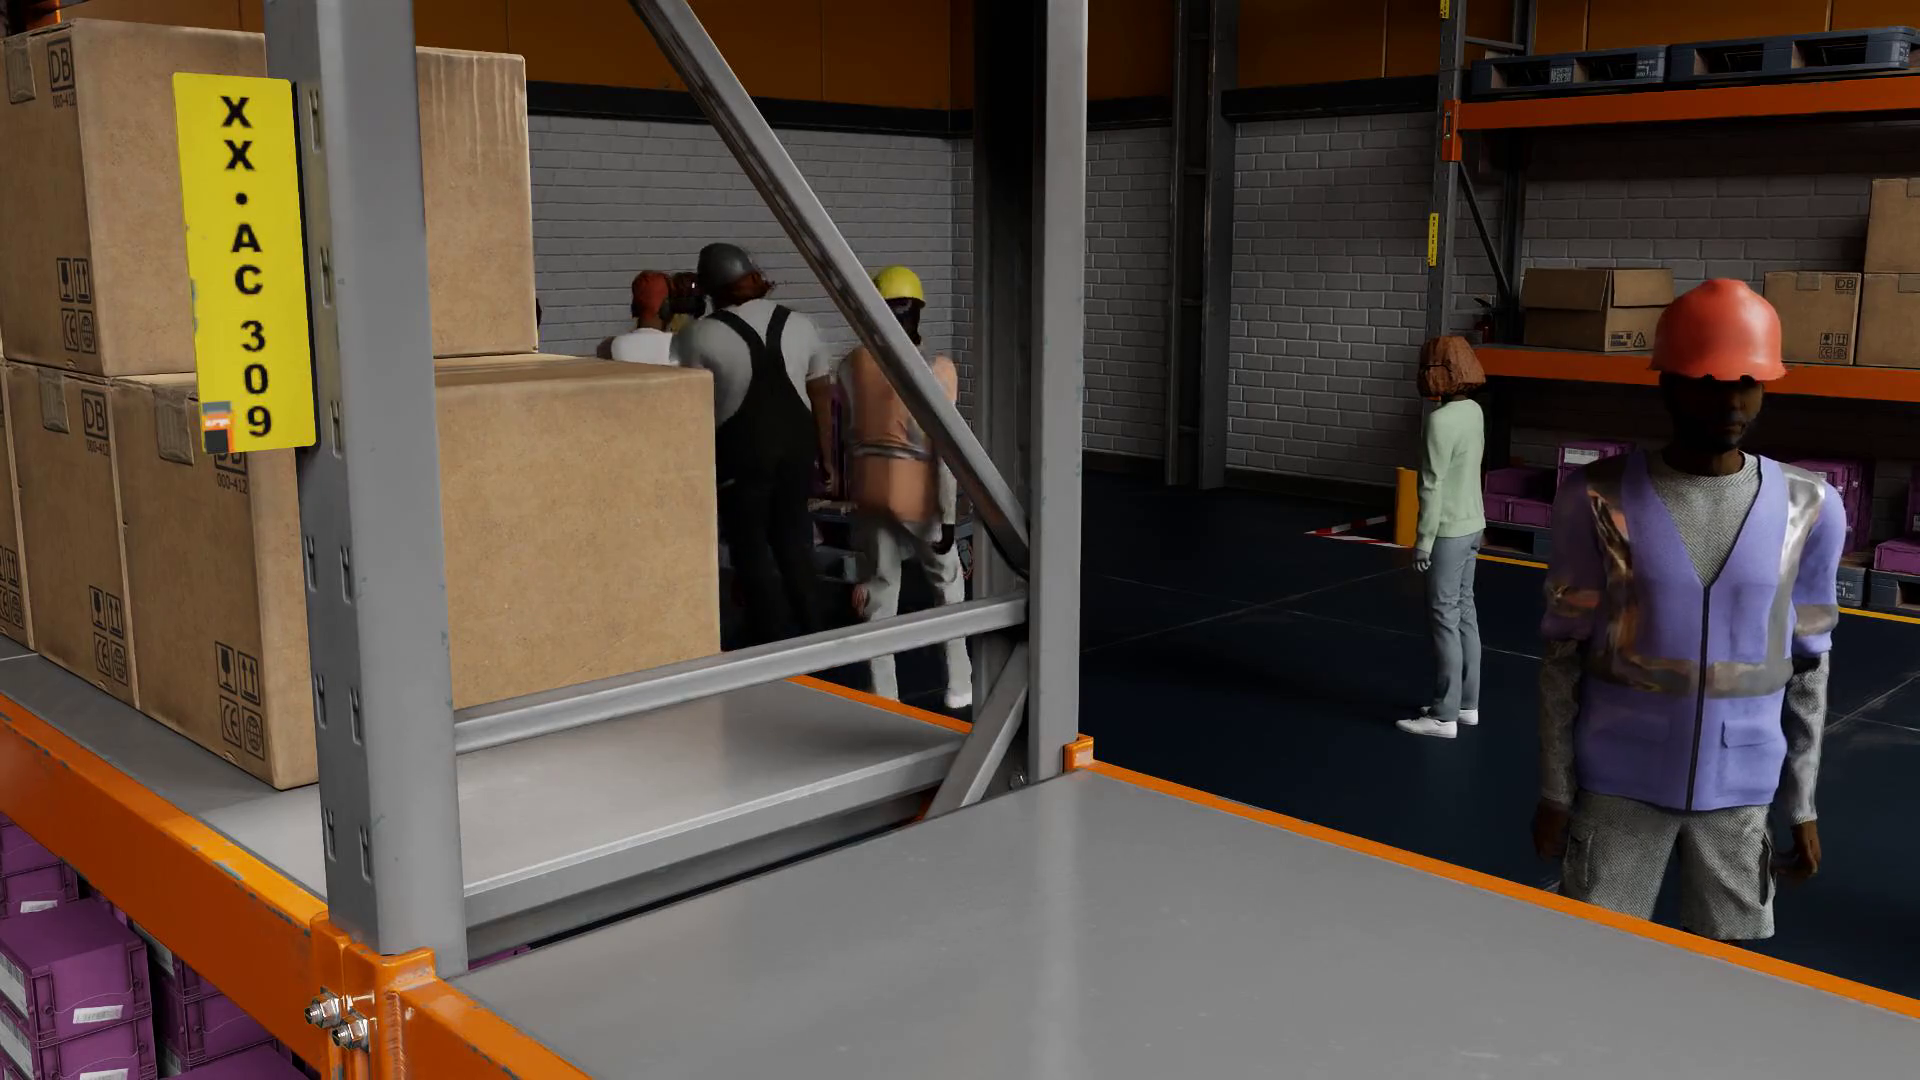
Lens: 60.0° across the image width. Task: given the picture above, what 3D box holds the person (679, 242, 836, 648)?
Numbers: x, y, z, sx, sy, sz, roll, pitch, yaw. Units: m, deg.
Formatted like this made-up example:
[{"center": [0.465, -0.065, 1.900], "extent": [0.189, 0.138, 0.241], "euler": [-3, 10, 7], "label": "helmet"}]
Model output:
[{"center": [-0.978, -0.415, 7.806], "extent": [0.703, 2.000, 0.593], "euler": [-6, 12, -30], "label": "person"}]

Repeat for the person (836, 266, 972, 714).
[{"center": [-0.194, -0.182, 6.934], "extent": [0.601, 1.891, 0.699], "euler": [6, 12, 28], "label": "person"}]

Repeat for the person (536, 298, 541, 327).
[{"center": [-1.483, 0.067, 5.650], "extent": [0.310, 1.868, 0.534], "euler": [4, 11, 18], "label": "person"}]

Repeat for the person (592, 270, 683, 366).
[{"center": [-1.445, -0.339, 7.890], "extent": [0.570, 1.845, 0.740], "euler": [0, 10, 0], "label": "person"}]

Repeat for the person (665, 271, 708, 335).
[{"center": [-1.631, -0.672, 9.843], "extent": [0.641, 1.810, 0.571], "euler": [10, 14, 43], "label": "person"}]

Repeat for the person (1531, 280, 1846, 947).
[{"center": [1.416, 0.467, 3.284], "extent": [0.556, 1.936, 0.371], "euler": [2, 11, 11], "label": "person"}]

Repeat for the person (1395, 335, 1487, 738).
[{"center": [1.981, -0.015, 6.765], "extent": [0.286, 1.624, 0.494], "euler": [7, 12, 33], "label": "person"}]
